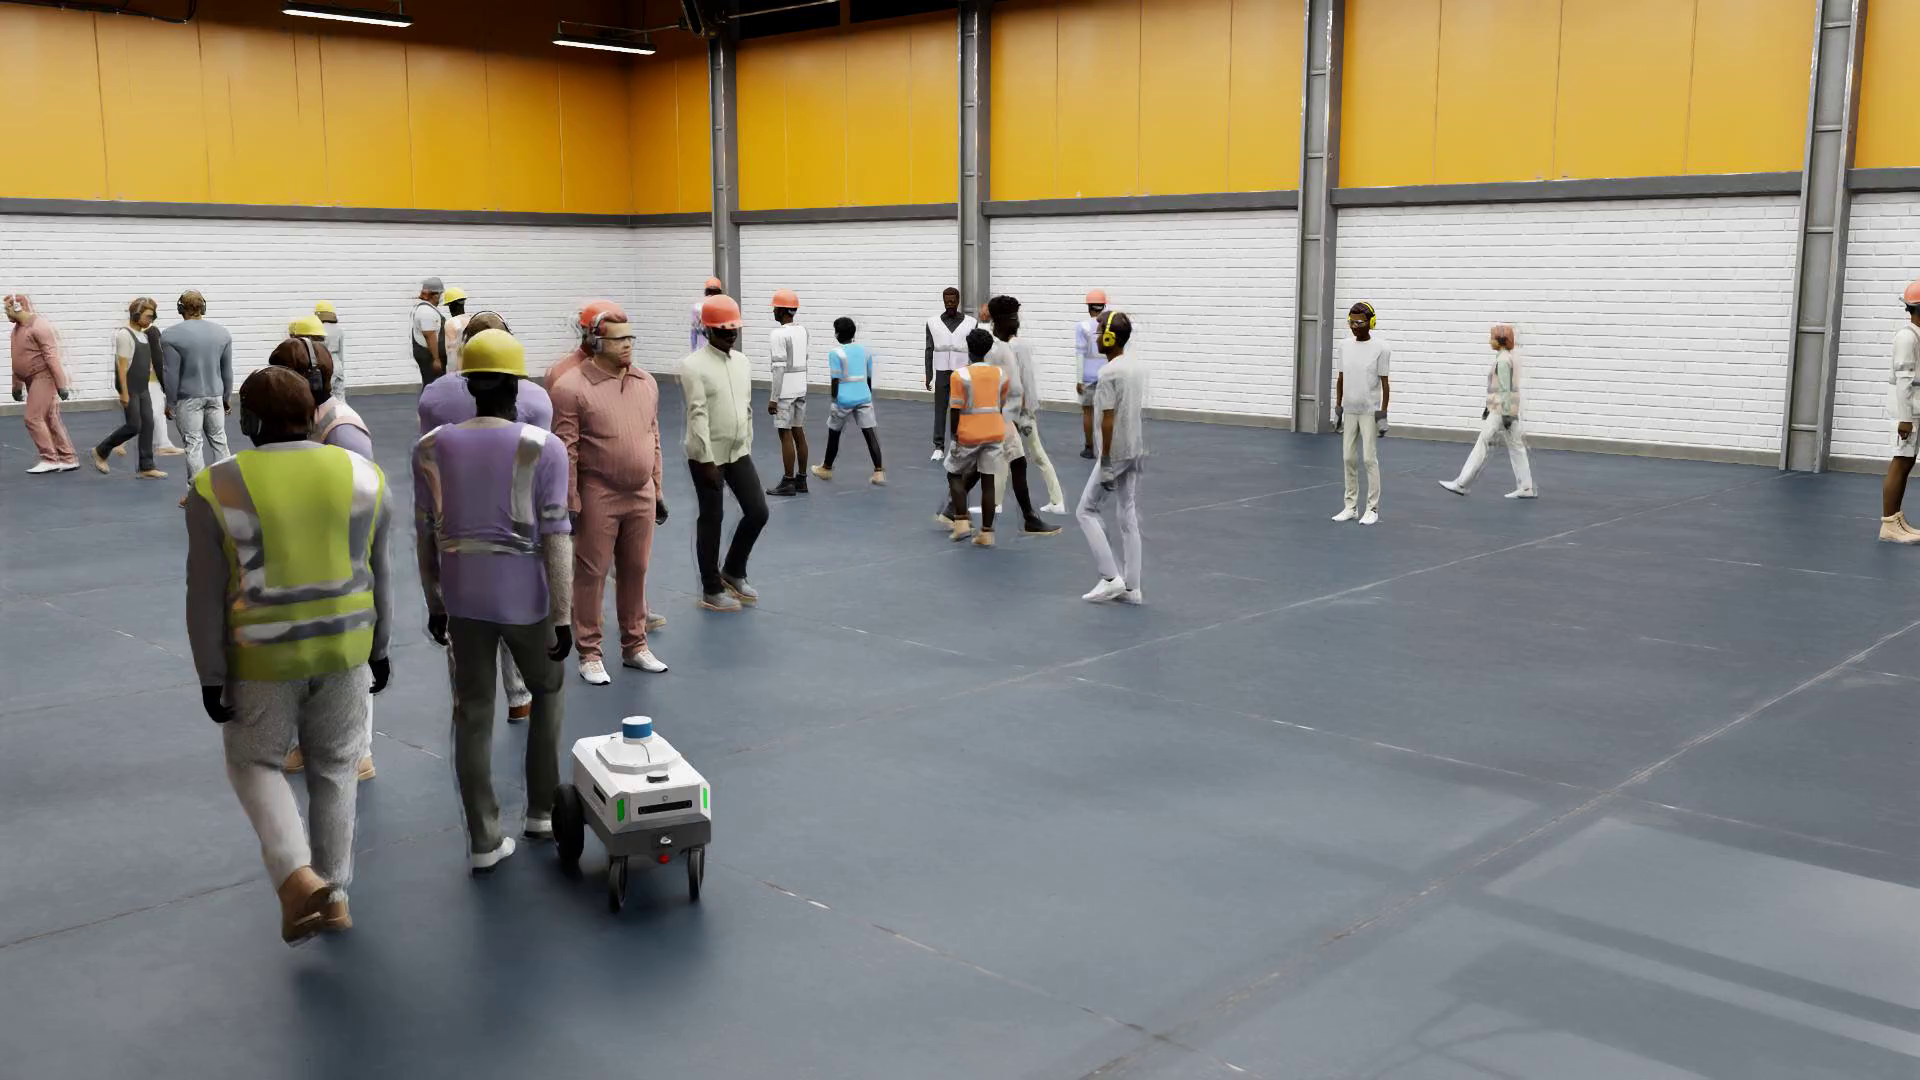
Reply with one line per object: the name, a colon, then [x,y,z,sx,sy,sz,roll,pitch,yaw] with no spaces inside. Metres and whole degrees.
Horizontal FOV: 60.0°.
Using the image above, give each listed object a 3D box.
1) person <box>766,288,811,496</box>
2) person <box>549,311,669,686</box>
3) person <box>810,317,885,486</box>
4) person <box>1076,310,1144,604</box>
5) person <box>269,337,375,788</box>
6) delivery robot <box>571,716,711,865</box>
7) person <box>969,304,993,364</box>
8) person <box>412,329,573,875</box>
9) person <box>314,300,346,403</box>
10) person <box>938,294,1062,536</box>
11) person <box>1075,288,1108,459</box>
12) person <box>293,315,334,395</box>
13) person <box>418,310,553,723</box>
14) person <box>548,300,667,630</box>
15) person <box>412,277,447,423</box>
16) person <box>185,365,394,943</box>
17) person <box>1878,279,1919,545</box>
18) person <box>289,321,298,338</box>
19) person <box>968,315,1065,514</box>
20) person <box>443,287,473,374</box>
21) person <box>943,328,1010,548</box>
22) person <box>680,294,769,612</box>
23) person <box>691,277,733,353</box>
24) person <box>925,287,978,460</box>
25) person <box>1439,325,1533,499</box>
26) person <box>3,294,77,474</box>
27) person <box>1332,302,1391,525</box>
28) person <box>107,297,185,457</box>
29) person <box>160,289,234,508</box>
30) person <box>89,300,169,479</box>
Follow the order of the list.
person: [-1.622,-1.382,15.591,0.353,1.942,0.545,4,10,26]
person: [-1.776,-0.222,8.584,0.408,1.905,0.654,9,13,42]
person: [-1.120,-1.369,16.408,0.566,1.641,0.923,-8,12,-40]
person: [0.981,-0.517,10.531,0.488,1.858,0.502,7,12,38]
person: [-2.652,0.096,6.833,0.619,1.845,0.430,9,13,43]
delivery robot: [-1.119,0.860,5.798,0.477,0.478,0.707,-4,10,-25]
person: [0.365,-2.390,22.682,0.514,1.644,0.307,0,9,-2]
person: [-1.641,0.198,5.995,0.607,1.898,0.732,1,9,7]
person: [-7.717,-2.049,20.303,0.319,1.738,0.503,3,10,19]
person: [0.284,-0.990,13.258,0.995,1.926,0.616,1,9,7]
person: [1.546,-1.822,18.389,0.548,1.918,0.726,-3,10,-20]
person: [-5.187,-0.912,13.254,0.459,1.754,0.541,3,10,19]
person: [-2.192,-0.098,7.778,0.623,1.932,0.382,0,9,2]
person: [-2.068,-0.413,9.648,0.881,1.933,0.625,6,11,34]
person: [-6.734,-2.367,21.327,0.538,2.000,0.688,-2,9,-12]
person: [-2.052,0.374,5.188,0.638,1.832,0.536,-7,12,-37]
person: [7.392,-0.996,12.896,0.361,2.048,0.614,7,12,38]
person: [-6.427,-1.363,16.478,0.564,1.601,0.535,-4,10,-21]
person: [0.537,-1.106,14.372,0.835,1.806,0.552,3,10,17]
person: [-5.592,-1.872,18.667,0.381,1.917,0.586,3,10,19]
person: [0.136,-0.770,12.663,0.536,1.674,0.440,-5,10,-27]
person: [-1.457,-0.519,10.239,0.482,1.964,0.616,7,11,36]
person: [-3.468,-2.674,23.308,0.608,2.021,0.824,-1,9,-7]
person: [-0.093,-1.843,18.485,0.598,1.917,0.378,0,9,0]
person: [4.928,-1.175,15.383,0.856,1.597,0.520,5,10,27]
person: [-9.525,-1.606,17.200,0.663,1.866,0.655,9,13,44]
person: [3.334,-1.046,13.823,0.367,1.853,0.496,-9,13,-43]
person: [-9.177,-1.816,18.635,0.616,1.818,0.803,9,13,43]
person: [-6.745,-1.242,14.739,0.369,1.939,0.631,7,12,37]
person: [-8.373,-1.494,16.689,0.672,1.808,0.583,0,9,1]
